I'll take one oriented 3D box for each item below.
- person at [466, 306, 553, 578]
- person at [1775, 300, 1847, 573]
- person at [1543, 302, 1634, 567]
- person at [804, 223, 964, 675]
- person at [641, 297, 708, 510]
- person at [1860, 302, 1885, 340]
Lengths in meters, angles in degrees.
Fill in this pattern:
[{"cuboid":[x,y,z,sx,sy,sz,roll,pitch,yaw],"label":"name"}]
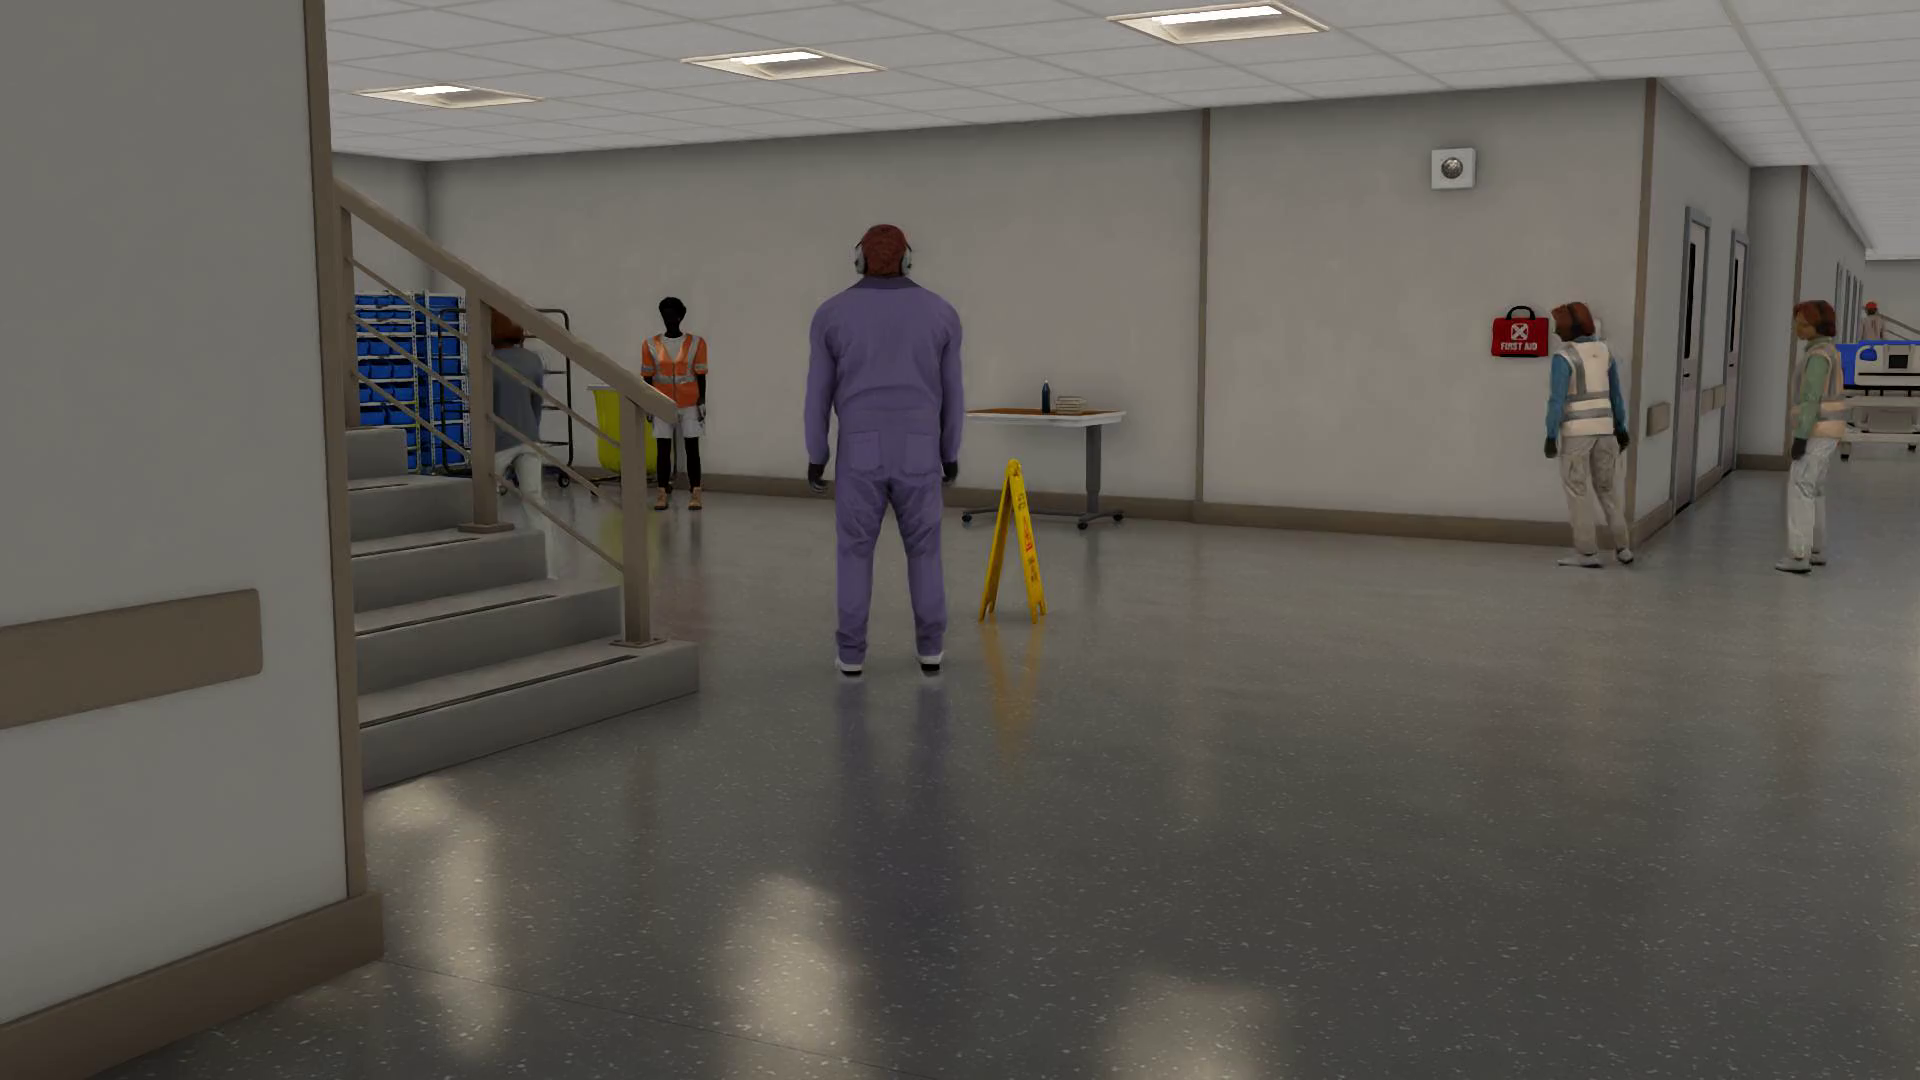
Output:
[{"cuboid":[-2.546,-0.515,9.232,0.825,1.592,0.509,7,10,43],"label":"person"},{"cuboid":[5.080,-0.616,9.895,0.337,1.624,0.552,5,9,31],"label":"person"},{"cuboid":[3.803,-0.633,10.070,0.598,1.605,0.407,-4,8,-29],"label":"person"},{"cuboid":[-0.319,-0.379,7.033,0.667,1.897,0.400,-1,7,-9],"label":"person"},{"cuboid":[-2.251,-1.071,13.140,0.530,1.688,0.324,-1,7,-5],"label":"person"},{"cuboid":[19.726,-4.180,36.060,0.648,1.944,1.010,1,7,6],"label":"person"}]
